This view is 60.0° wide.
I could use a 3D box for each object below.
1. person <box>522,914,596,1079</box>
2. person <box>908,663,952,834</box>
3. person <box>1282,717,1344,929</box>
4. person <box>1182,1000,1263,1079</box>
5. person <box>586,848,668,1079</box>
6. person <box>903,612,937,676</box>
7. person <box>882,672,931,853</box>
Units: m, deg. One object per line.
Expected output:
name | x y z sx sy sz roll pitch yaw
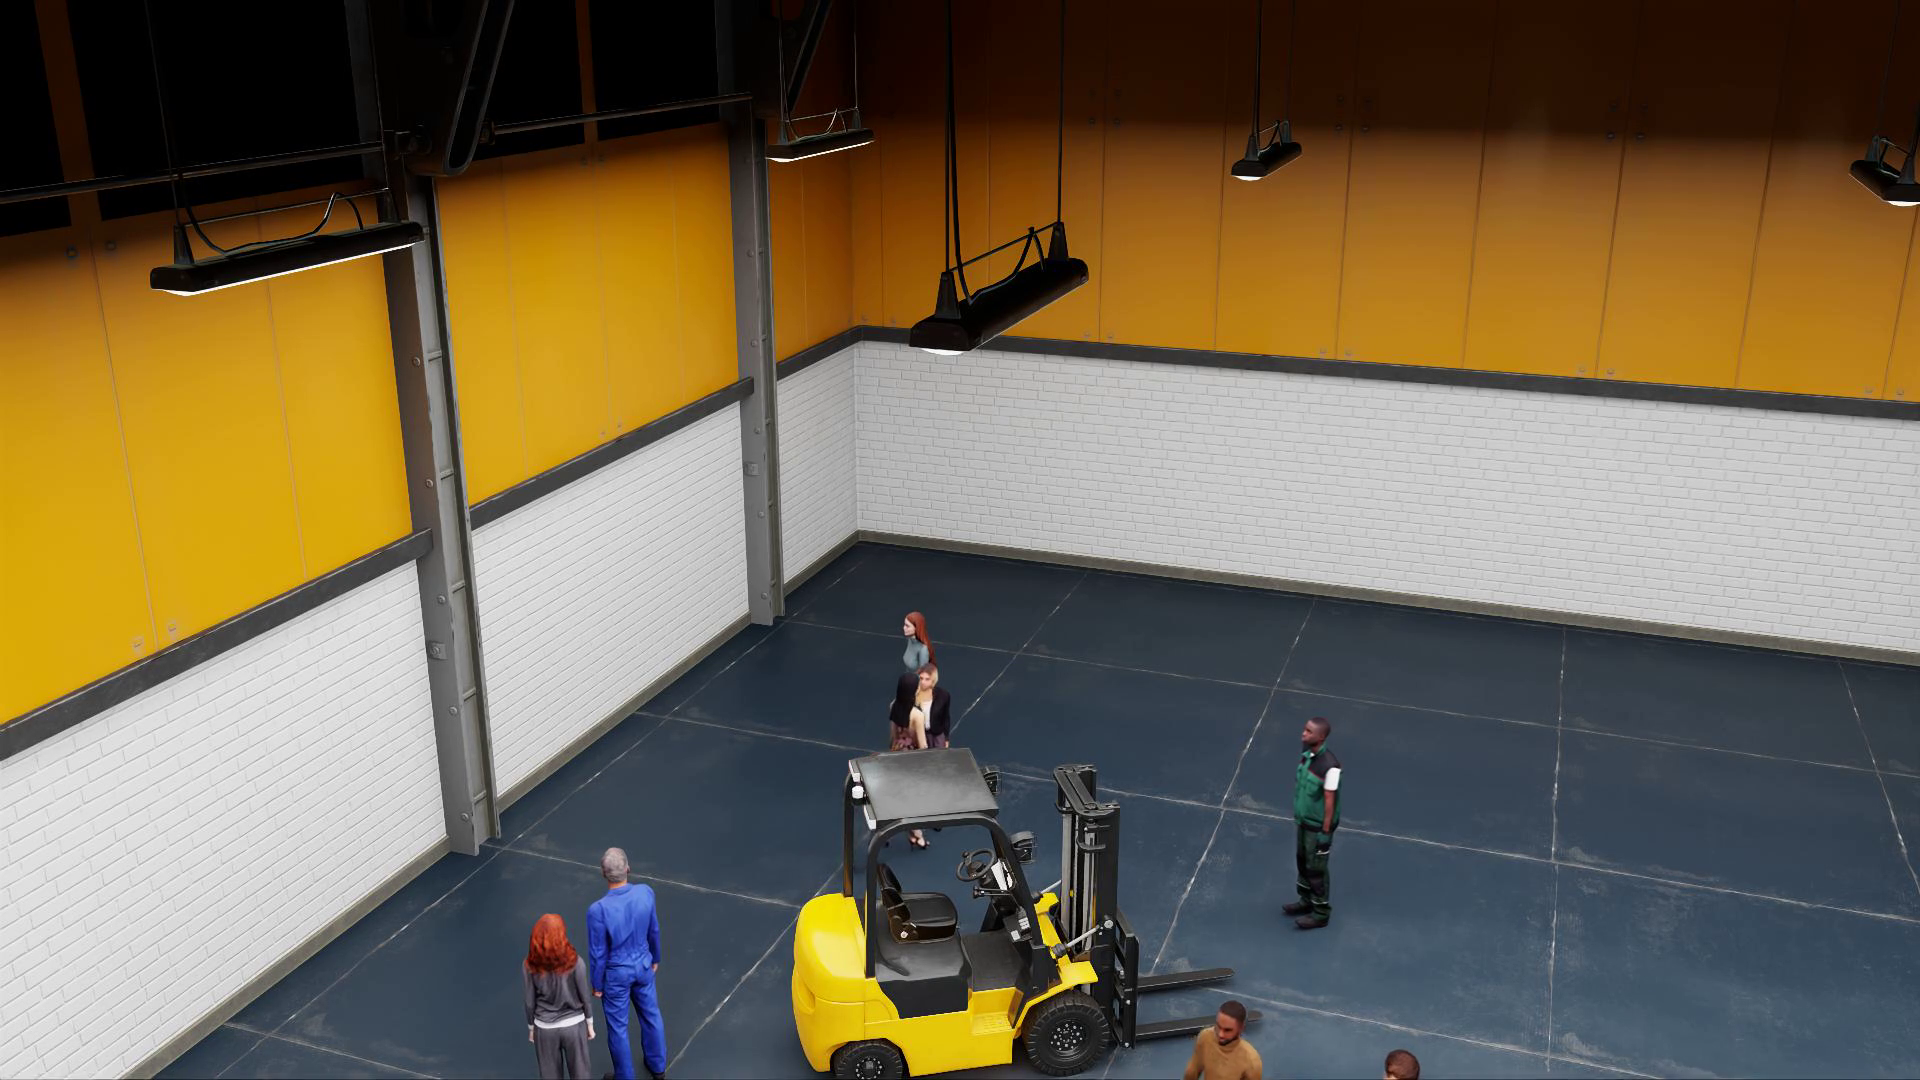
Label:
person | -2.637 3.247 10.984 0.646 1.779 0.629 -1 19 -3
person | -0.306 1.884 15.208 0.663 1.666 0.648 0 19 -1
person | 2.934 2.304 13.689 0.843 1.840 0.746 -4 19 -13
person | 1.665 3.545 10.111 1.257 1.772 1.067 -13 23 -34
person | -2.329 3.007 11.624 0.699 1.825 0.851 -16 24 -38
person | -0.397 1.512 16.197 0.727 1.742 0.642 -5 19 -15
person | -0.495 2.001 14.705 0.841 1.766 0.943 17 25 41
